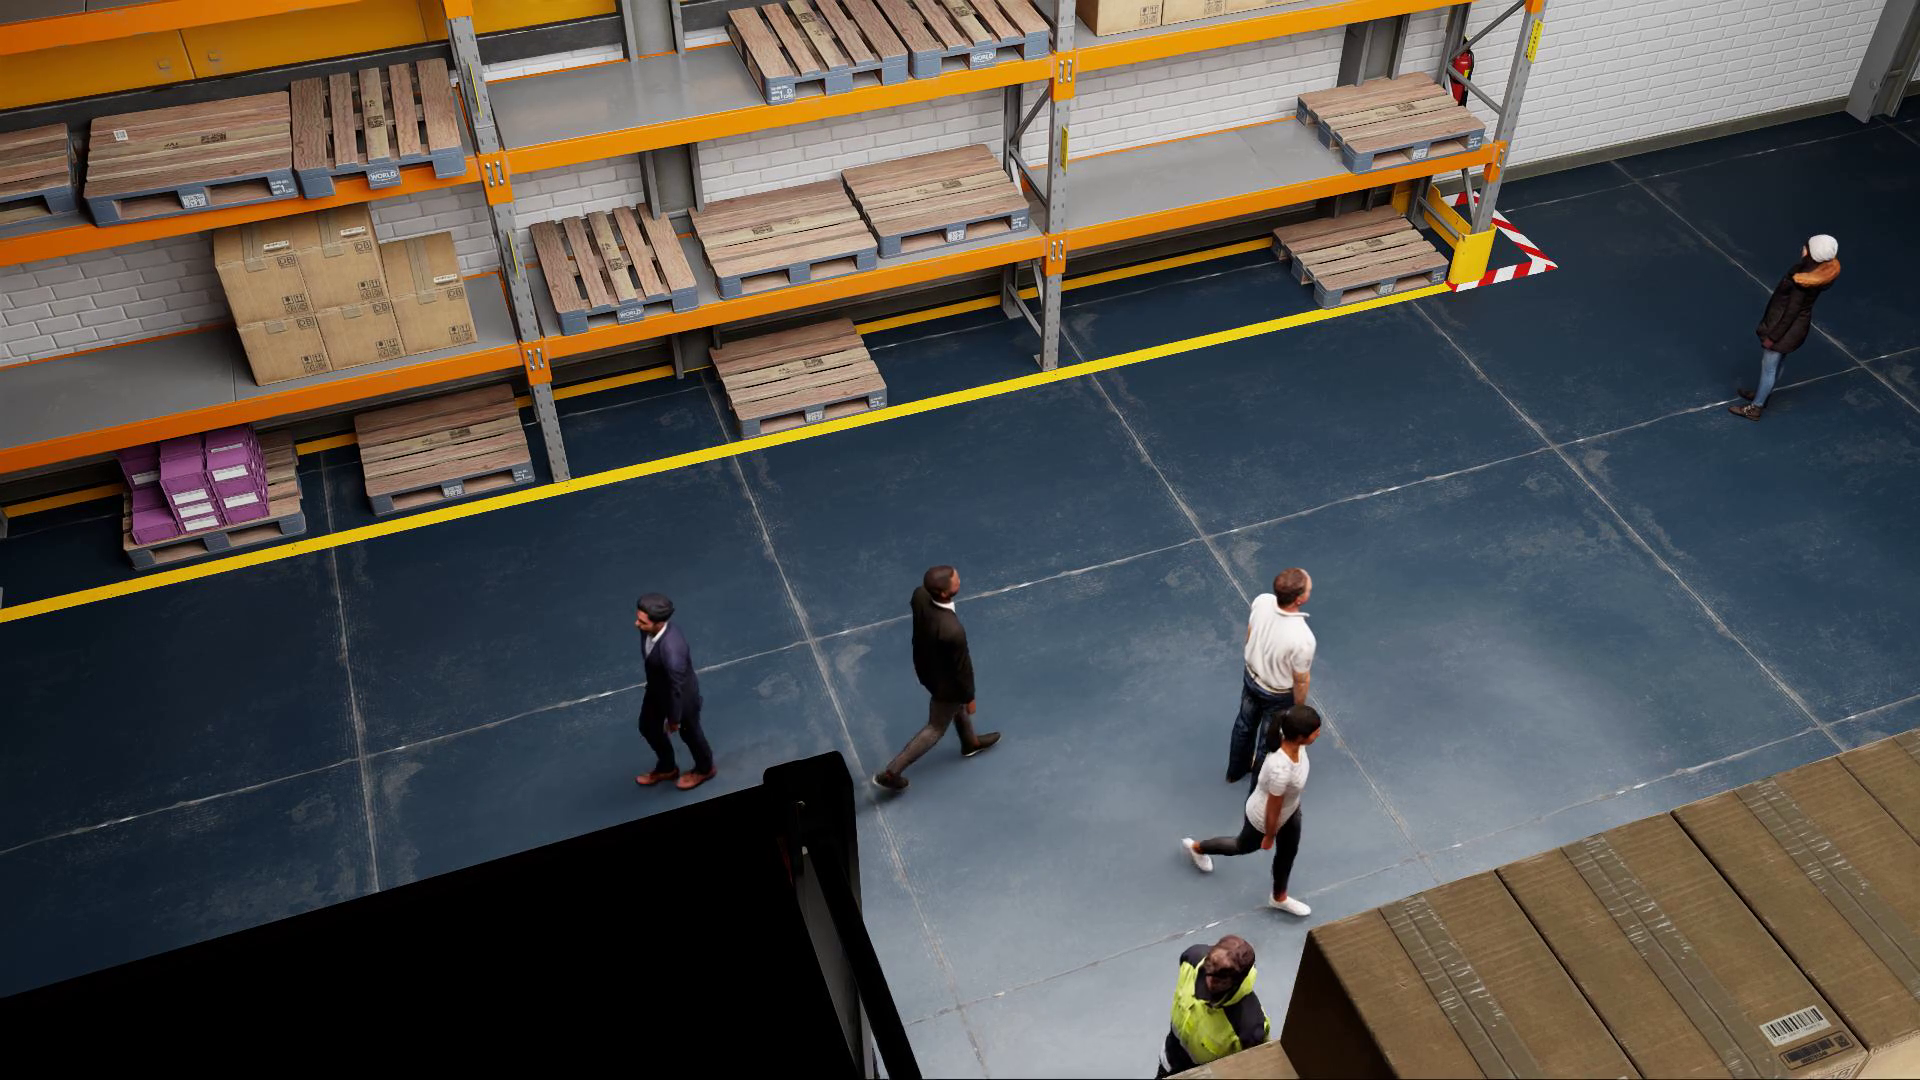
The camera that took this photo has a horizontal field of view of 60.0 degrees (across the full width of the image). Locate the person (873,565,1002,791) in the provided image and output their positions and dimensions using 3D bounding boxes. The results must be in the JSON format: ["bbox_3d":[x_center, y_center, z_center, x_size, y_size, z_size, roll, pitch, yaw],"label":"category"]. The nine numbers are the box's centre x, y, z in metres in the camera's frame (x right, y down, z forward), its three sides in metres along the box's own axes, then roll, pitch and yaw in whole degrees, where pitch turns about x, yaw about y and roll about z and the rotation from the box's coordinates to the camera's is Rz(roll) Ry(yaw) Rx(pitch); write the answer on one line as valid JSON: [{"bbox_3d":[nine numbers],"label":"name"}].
[{"bbox_3d":[-0.174,0.857,9.974,1.204,1.766,0.790,-20,47,-20],"label":"person"}]

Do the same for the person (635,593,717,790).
[{"bbox_3d":[-1.626,0.894,9.973,0.747,1.713,0.704,-20,47,-19],"label":"person"}]

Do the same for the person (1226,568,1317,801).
[{"bbox_3d":[1.836,0.865,9.901,0.610,1.855,0.681,-20,47,-20],"label":"person"}]

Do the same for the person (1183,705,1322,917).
[{"bbox_3d":[1.676,1.504,9.413,1.094,1.604,1.038,20,47,20],"label":"person"}]

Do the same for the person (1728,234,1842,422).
[{"bbox_3d":[6.308,-1.633,12.683,0.803,1.634,0.714,30,51,27],"label":"person"}]

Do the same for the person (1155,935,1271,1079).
[{"bbox_3d":[1.333,2.488,8.145,1.336,1.928,0.941,-23,48,-22],"label":"person"}]
